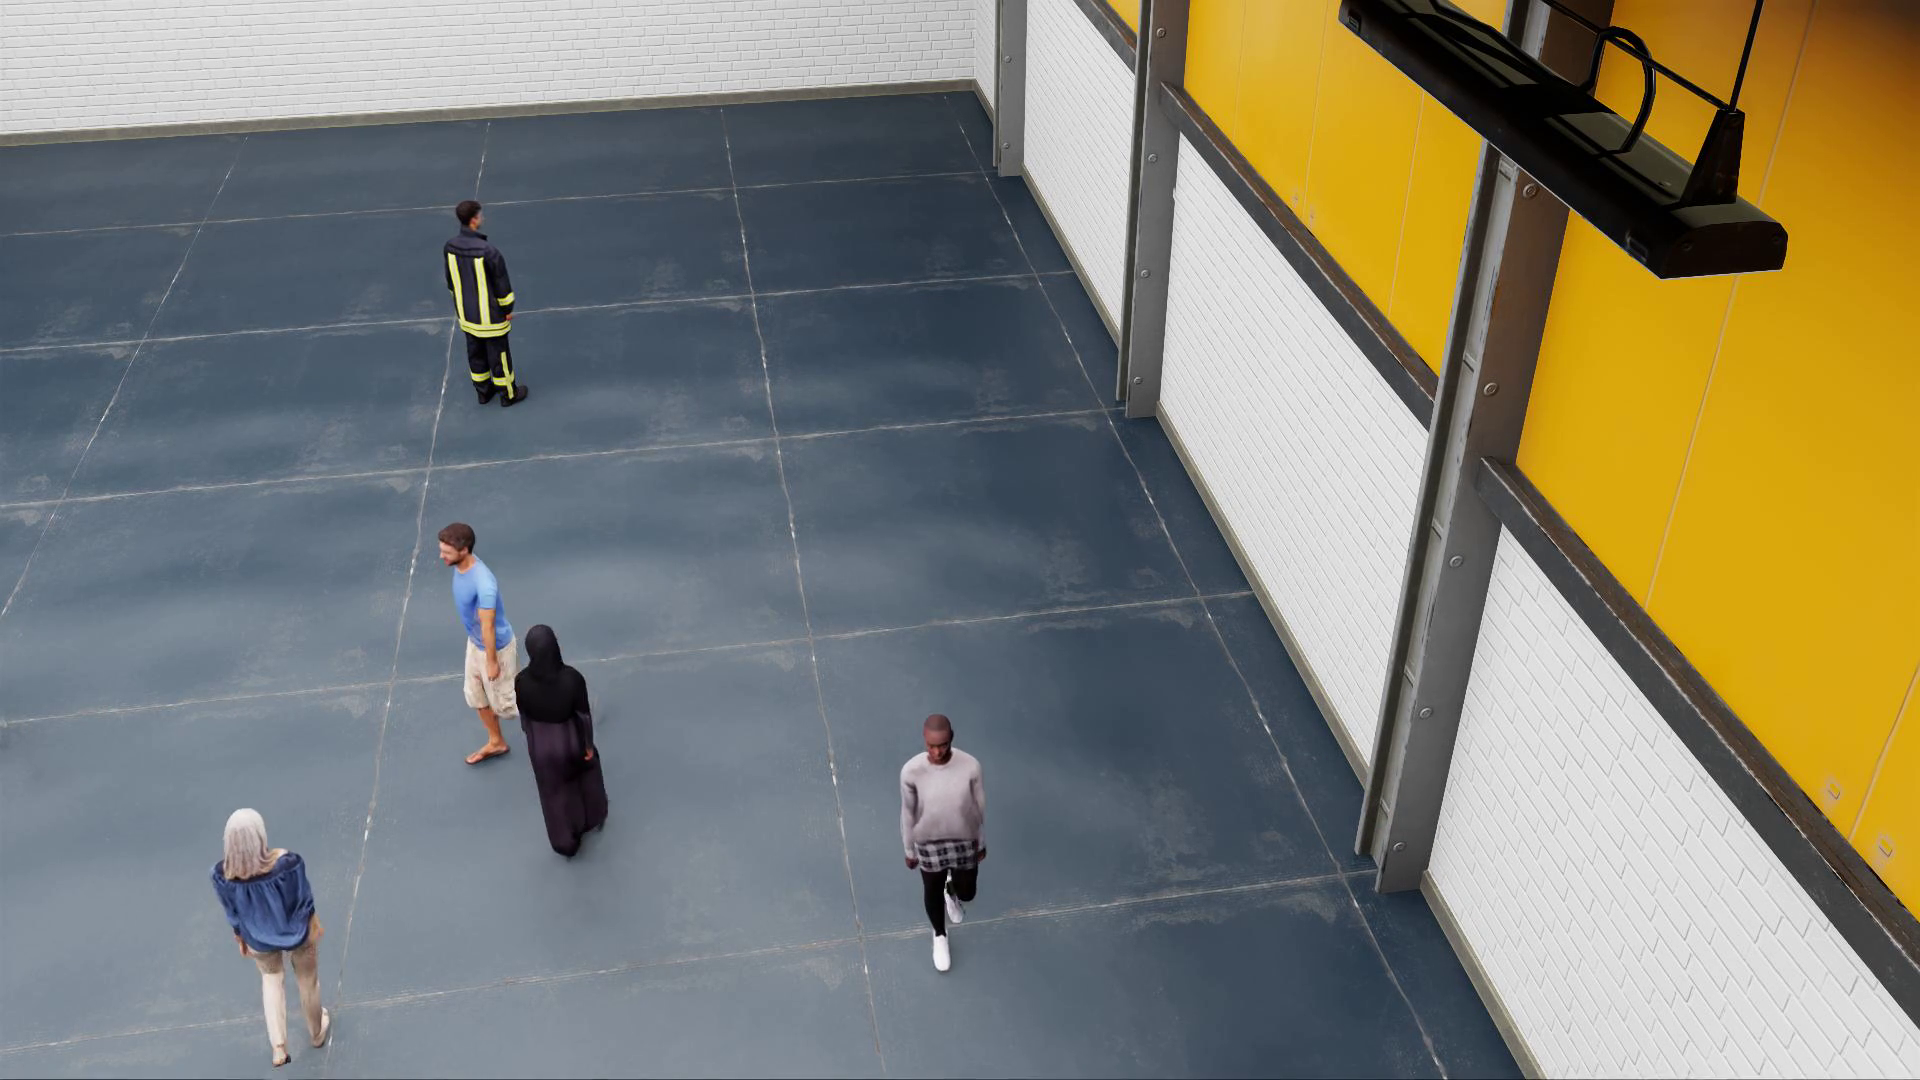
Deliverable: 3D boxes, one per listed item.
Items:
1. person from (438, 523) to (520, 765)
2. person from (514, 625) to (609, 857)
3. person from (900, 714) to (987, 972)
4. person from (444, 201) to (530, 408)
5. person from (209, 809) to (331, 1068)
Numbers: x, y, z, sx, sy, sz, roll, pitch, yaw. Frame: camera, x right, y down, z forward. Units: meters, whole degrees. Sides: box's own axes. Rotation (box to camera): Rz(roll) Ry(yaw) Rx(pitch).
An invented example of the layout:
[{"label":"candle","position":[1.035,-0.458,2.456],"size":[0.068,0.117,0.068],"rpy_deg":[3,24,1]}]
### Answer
[{"label":"person","position":[-2.974,0.648,10.793],"size":[0.981,1.840,1.034],"rpy_deg":[-22,39,-29]},{"label":"person","position":[-2.459,1.258,10.087],"size":[0.639,1.607,0.793],"rpy_deg":[-3,34,-5]},{"label":"person","position":[-0.094,1.627,9.389],"size":[0.660,1.763,0.764],"rpy_deg":[-3,34,-5]},{"label":"person","position":[-4.273,-2.105,14.859],"size":[0.889,1.924,0.883],"rpy_deg":[12,35,17]},{"label":"person","position":[-3.570,2.130,8.702],"size":[0.603,1.687,0.769],"rpy_deg":[-6,34,-8]}]
